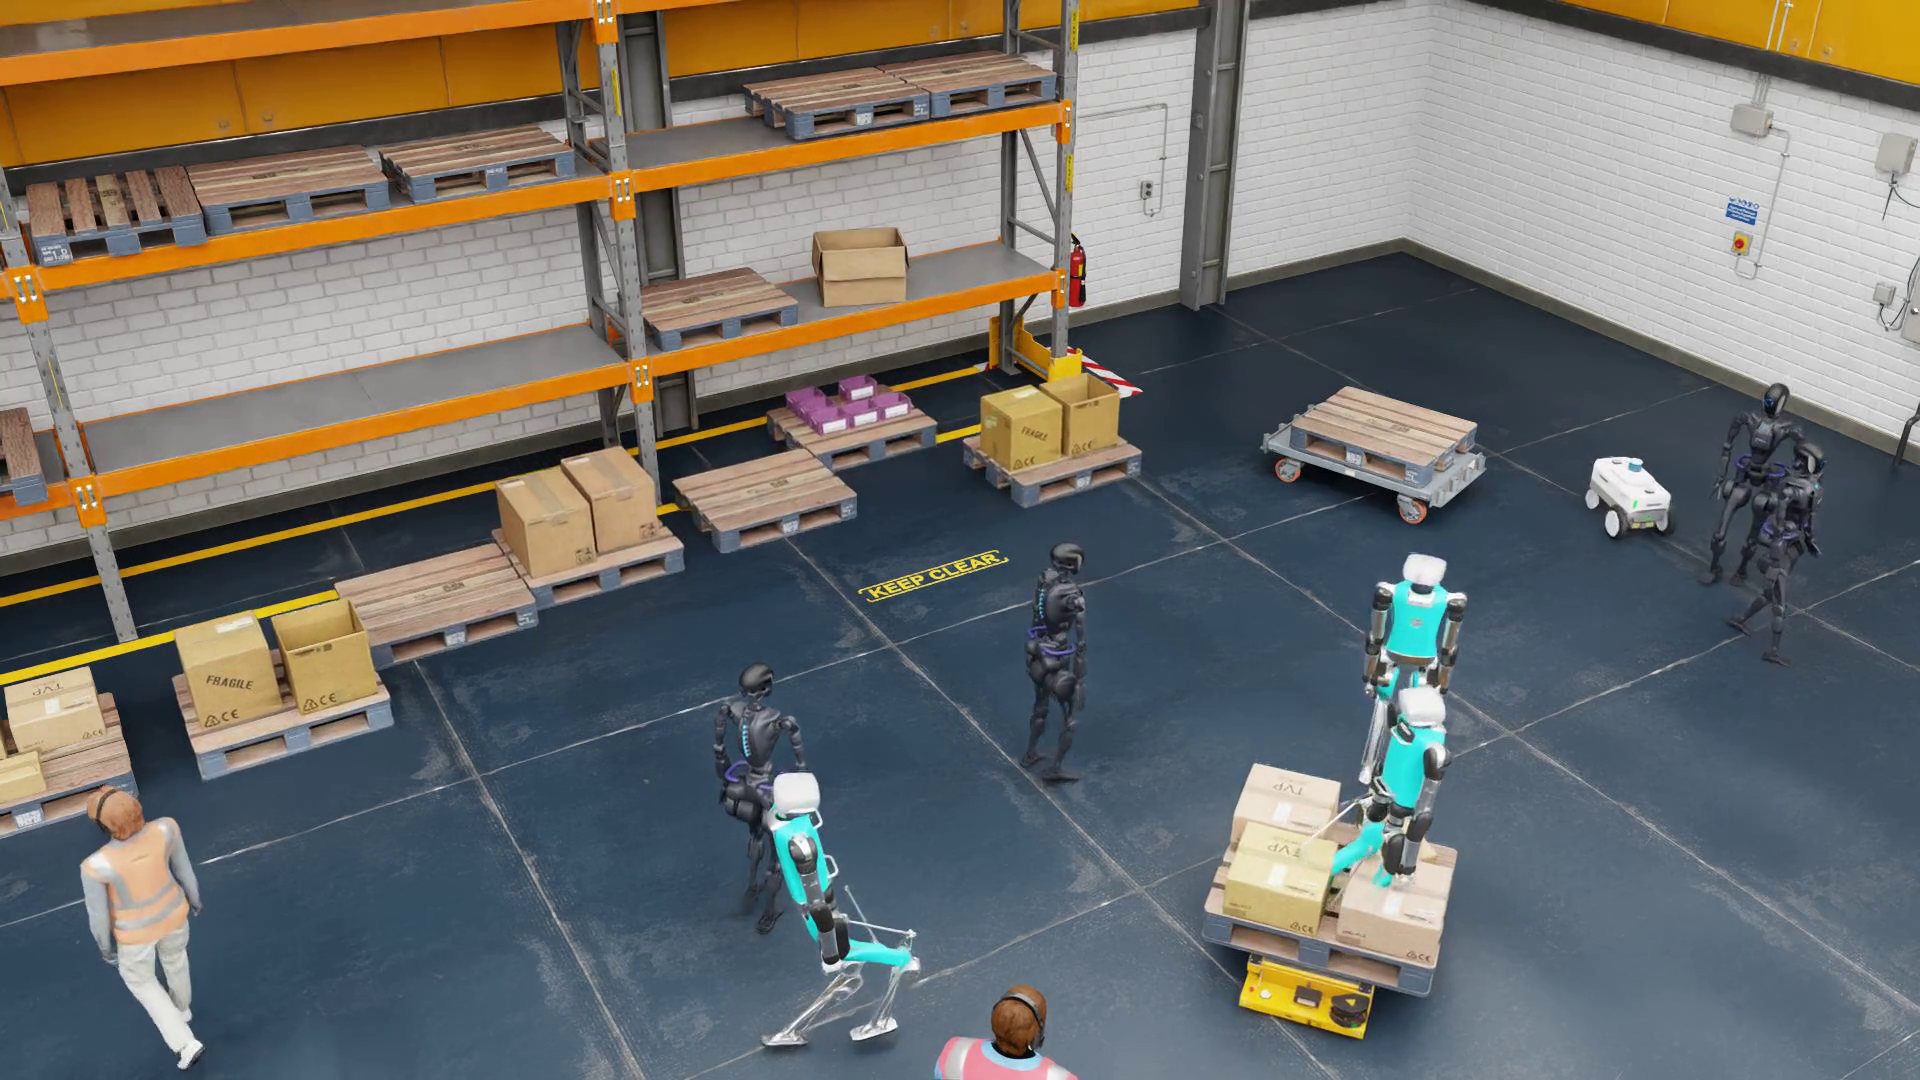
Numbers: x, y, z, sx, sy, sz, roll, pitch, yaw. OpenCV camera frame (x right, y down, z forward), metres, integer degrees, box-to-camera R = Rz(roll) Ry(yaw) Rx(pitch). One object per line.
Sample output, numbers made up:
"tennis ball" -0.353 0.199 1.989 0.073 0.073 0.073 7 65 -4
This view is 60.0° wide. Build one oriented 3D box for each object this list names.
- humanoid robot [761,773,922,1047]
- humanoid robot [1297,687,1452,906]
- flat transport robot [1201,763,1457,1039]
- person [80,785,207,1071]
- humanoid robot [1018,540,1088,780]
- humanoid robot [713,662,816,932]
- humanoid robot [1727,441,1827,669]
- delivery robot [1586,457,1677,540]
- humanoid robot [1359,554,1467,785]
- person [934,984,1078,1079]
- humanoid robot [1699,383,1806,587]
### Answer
"humanoid robot" -0.554 1.862 8.199 0.920 1.775 0.544 -10 31 -16
"humanoid robot" 2.070 1.593 8.682 0.748 1.798 0.536 -6 30 -10
"flat transport robot" 2.033 2.129 9.206 0.659 0.231 1.431 11 31 19
"person" -4.006 1.896 8.243 0.660 1.620 0.530 20 35 32
"humanoid robot" 0.577 0.744 10.225 0.333 1.651 0.601 -14 32 -23
"humanoid robot" -1.074 1.386 9.091 0.610 1.644 0.431 11 31 18
"humanoid robot" 5.737 0.048 11.490 0.610 1.637 0.609 -24 37 -36
"delivery robot" 5.364 -0.373 13.332 0.499 0.583 0.767 -4 30 -8
"humanoid robot" 2.716 0.777 10.106 0.540 1.777 0.750 8 30 14
"person" 0.210 2.563 6.855 0.628 1.836 0.431 11 31 19
"humanoid robot" 5.859 -0.394 12.246 0.601 1.646 0.428 23 37 34
